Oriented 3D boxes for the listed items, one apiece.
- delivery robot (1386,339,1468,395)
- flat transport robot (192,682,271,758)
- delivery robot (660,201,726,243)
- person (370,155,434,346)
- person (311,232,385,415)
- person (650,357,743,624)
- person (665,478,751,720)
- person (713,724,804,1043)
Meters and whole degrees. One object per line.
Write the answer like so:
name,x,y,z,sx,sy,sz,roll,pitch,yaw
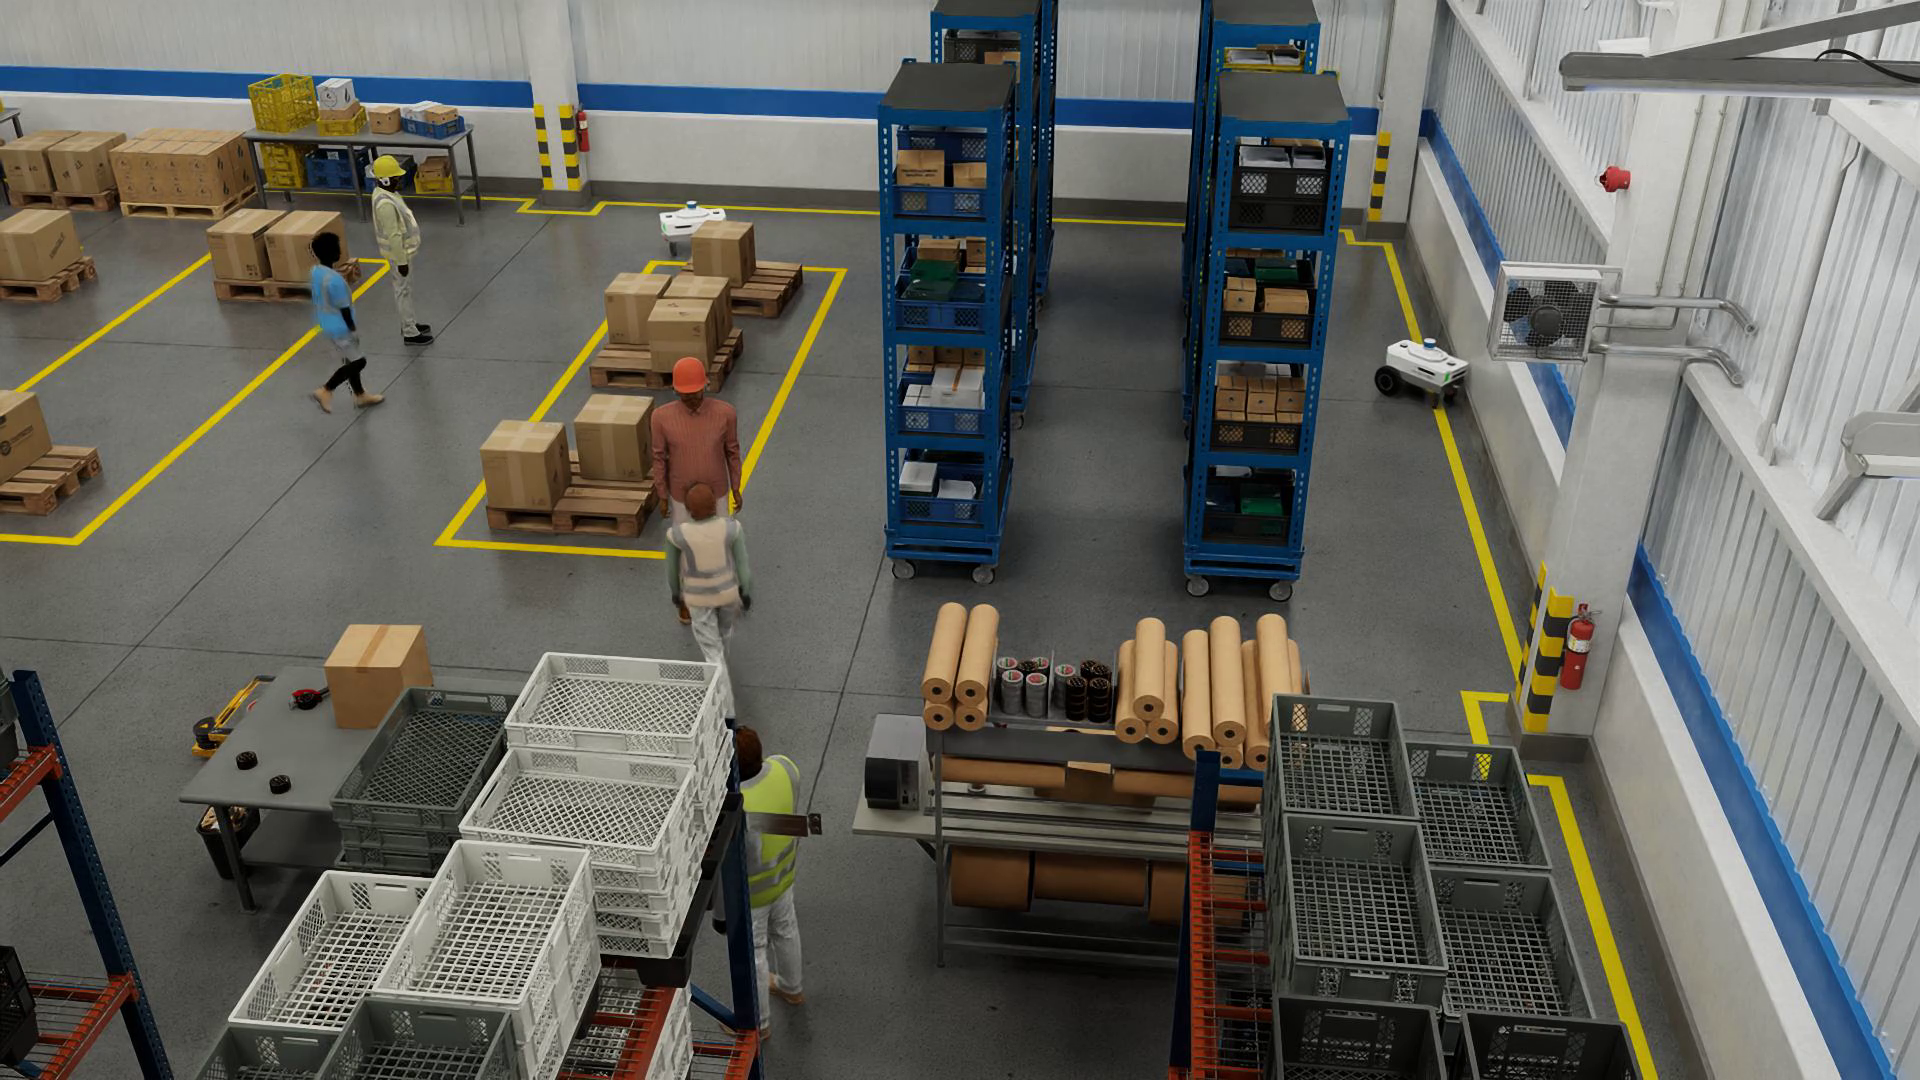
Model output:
delivery robot,4.201,-1.574,14.979,0.477,0.478,0.707,-23,37,-33
flat transport robot,-4.089,1.163,10.648,1.431,0.197,0.652,3,30,6
delivery robot,-2.928,-3.469,18.235,0.707,0.478,0.477,-7,31,-12
person,-5.332,-2.764,15.852,0.404,1.831,0.600,-10,32,-17
person,-5.425,-1.859,14.438,0.577,1.675,0.537,-20,36,-31
person,-1.809,-0.350,11.548,0.612,1.995,0.382,-8,31,-13
person,-1.630,0.337,10.751,0.515,1.589,0.822,-13,33,-21
person,-1.027,1.679,8.225,0.429,1.836,0.631,16,34,26
